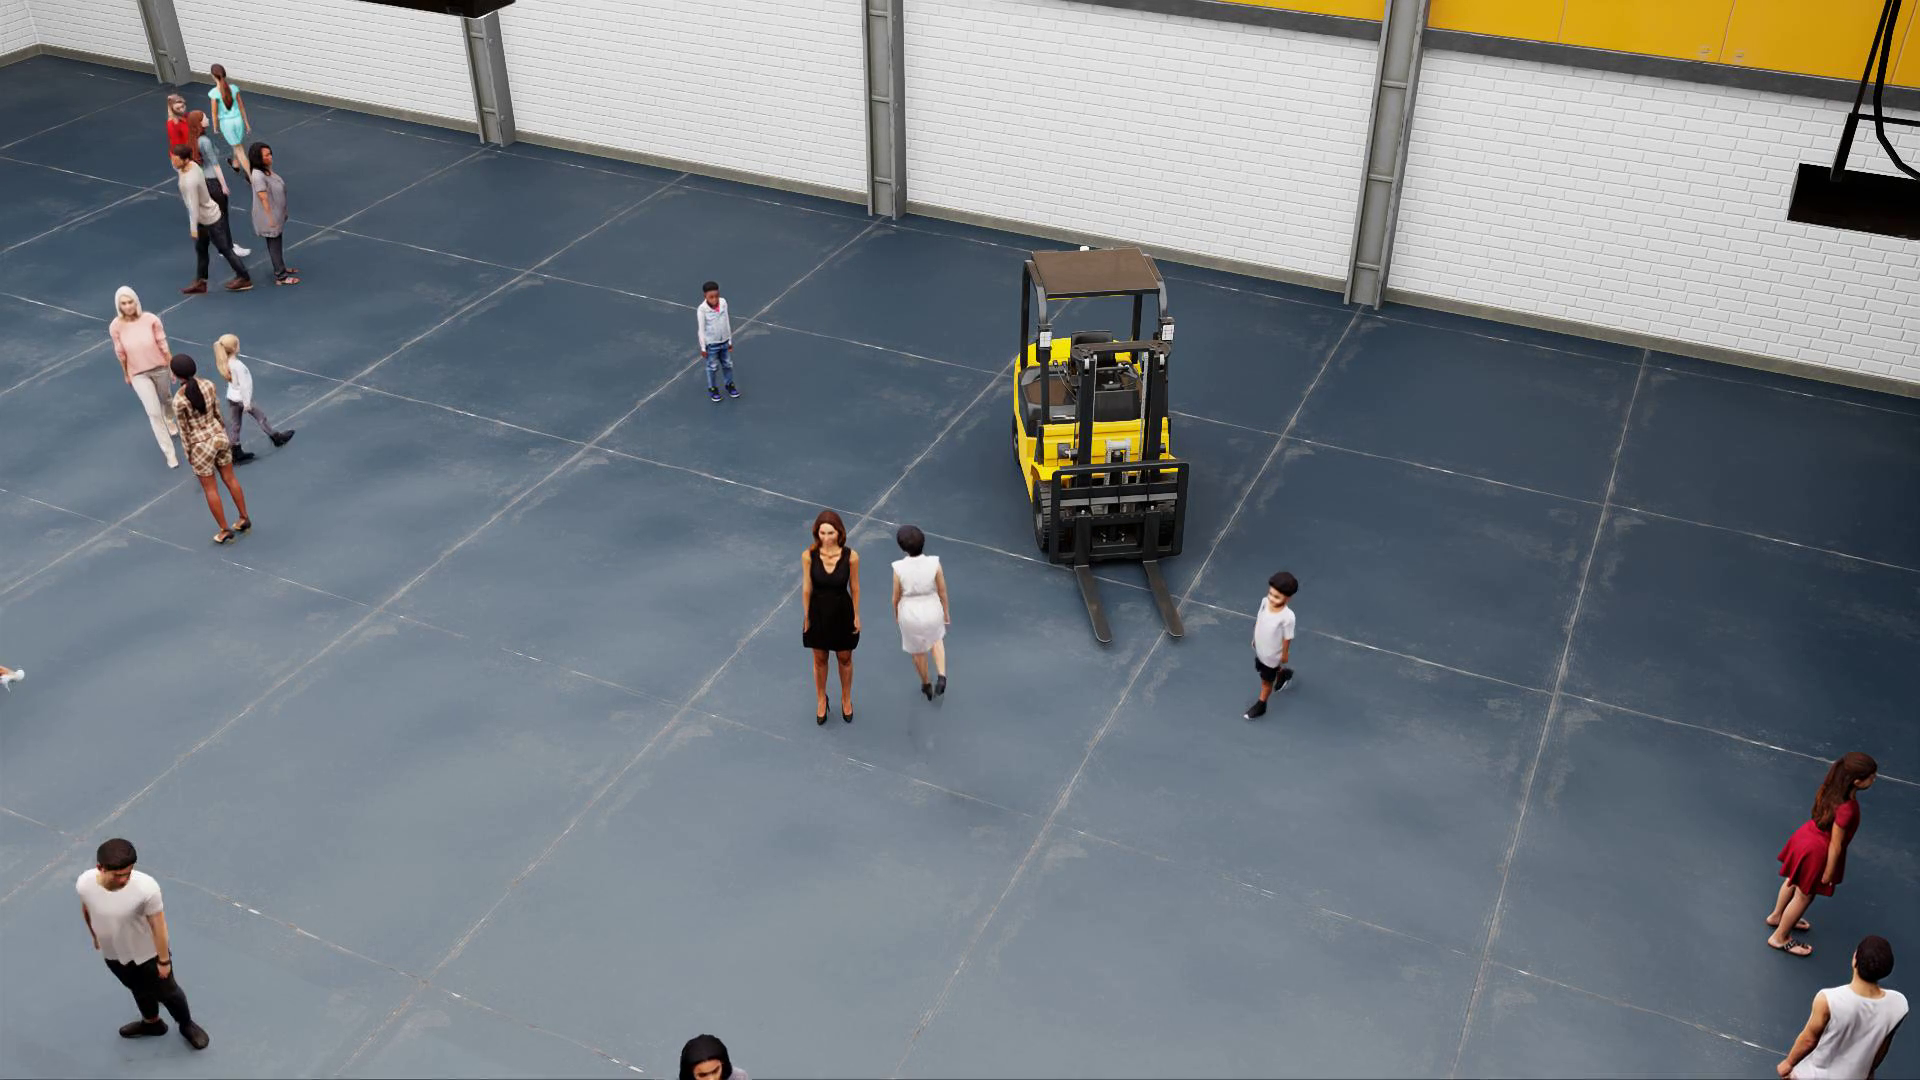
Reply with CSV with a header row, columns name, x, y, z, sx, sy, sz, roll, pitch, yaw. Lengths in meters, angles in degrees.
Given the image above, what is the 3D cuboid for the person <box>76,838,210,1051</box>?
name,x,y,z,sx,sy,sz,roll,pitch,yaw
person,-4.817,2.311,9.619,0.598,1.686,0.870,13,36,19

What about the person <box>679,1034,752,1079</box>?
name,x,y,z,sx,sy,sz,roll,pitch,yaw
person,-1.246,3.080,8.399,1.019,1.756,1.073,-11,35,-16

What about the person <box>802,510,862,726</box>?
name,x,y,z,sx,sy,sz,roll,pitch,yaw
person,-0.928,0.578,12.093,0.610,1.834,0.727,-1,34,-1

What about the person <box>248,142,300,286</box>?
name,x,y,z,sx,sy,sz,roll,pitch,yaw
person,-7.784,-3.690,18.716,0.842,1.609,0.781,-12,35,-17

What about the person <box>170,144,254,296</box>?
name,x,y,z,sx,sy,sz,roll,pitch,yaw
person,-8.220,-3.538,18.310,1.106,1.805,1.090,-11,35,-16

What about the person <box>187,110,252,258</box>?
name,x,y,z,sx,sy,sz,roll,pitch,yaw
person,-8.640,-4.112,19.232,0.566,1.742,0.697,26,42,34

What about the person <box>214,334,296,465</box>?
name,x,y,z,sx,sy,sz,roll,pitch,yaw
person,-6.720,-1.280,15.412,0.826,1.254,0.655,21,39,28

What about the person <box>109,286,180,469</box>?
name,x,y,z,sx,sy,sz,roll,pitch,yaw
person,-7.554,-1.596,15.509,1.055,1.673,1.236,-17,37,-24

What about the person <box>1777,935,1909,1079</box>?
name,x,y,z,sx,sy,sz,roll,pitch,yaw
person,4.601,2.792,8.804,0.636,1.787,0.784,1,34,2

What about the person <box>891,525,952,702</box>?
name,x,y,z,sx,sy,sz,roll,pitch,yaw
person,-0.284,0.607,12.325,0.726,1.528,0.787,-5,34,-7

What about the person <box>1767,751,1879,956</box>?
name,x,y,z,sx,sy,sz,roll,pitch,yaw
person,5.338,1.915,10.336,0.669,1.551,0.608,6,34,9

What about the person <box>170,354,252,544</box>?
name,x,y,z,sx,sy,sz,roll,pitch,yaw
person,-6.396,-0.777,14.170,0.556,1.791,0.587,17,37,24

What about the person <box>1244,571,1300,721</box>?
name,x,y,z,sx,sy,sz,roll,pitch,yaw
person,2.358,0.743,12.372,0.765,1.250,0.772,-21,39,-29

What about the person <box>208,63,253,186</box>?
name,x,y,z,sx,sy,sz,roll,pitch,yaw
person,-9.220,-5.246,21.138,1.078,1.520,0.756,27,42,34

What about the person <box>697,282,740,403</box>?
name,x,y,z,sx,sy,sz,roll,pitch,yaw
person,-2.418,-1.993,16.482,0.572,1.257,0.616,-19,38,-26
